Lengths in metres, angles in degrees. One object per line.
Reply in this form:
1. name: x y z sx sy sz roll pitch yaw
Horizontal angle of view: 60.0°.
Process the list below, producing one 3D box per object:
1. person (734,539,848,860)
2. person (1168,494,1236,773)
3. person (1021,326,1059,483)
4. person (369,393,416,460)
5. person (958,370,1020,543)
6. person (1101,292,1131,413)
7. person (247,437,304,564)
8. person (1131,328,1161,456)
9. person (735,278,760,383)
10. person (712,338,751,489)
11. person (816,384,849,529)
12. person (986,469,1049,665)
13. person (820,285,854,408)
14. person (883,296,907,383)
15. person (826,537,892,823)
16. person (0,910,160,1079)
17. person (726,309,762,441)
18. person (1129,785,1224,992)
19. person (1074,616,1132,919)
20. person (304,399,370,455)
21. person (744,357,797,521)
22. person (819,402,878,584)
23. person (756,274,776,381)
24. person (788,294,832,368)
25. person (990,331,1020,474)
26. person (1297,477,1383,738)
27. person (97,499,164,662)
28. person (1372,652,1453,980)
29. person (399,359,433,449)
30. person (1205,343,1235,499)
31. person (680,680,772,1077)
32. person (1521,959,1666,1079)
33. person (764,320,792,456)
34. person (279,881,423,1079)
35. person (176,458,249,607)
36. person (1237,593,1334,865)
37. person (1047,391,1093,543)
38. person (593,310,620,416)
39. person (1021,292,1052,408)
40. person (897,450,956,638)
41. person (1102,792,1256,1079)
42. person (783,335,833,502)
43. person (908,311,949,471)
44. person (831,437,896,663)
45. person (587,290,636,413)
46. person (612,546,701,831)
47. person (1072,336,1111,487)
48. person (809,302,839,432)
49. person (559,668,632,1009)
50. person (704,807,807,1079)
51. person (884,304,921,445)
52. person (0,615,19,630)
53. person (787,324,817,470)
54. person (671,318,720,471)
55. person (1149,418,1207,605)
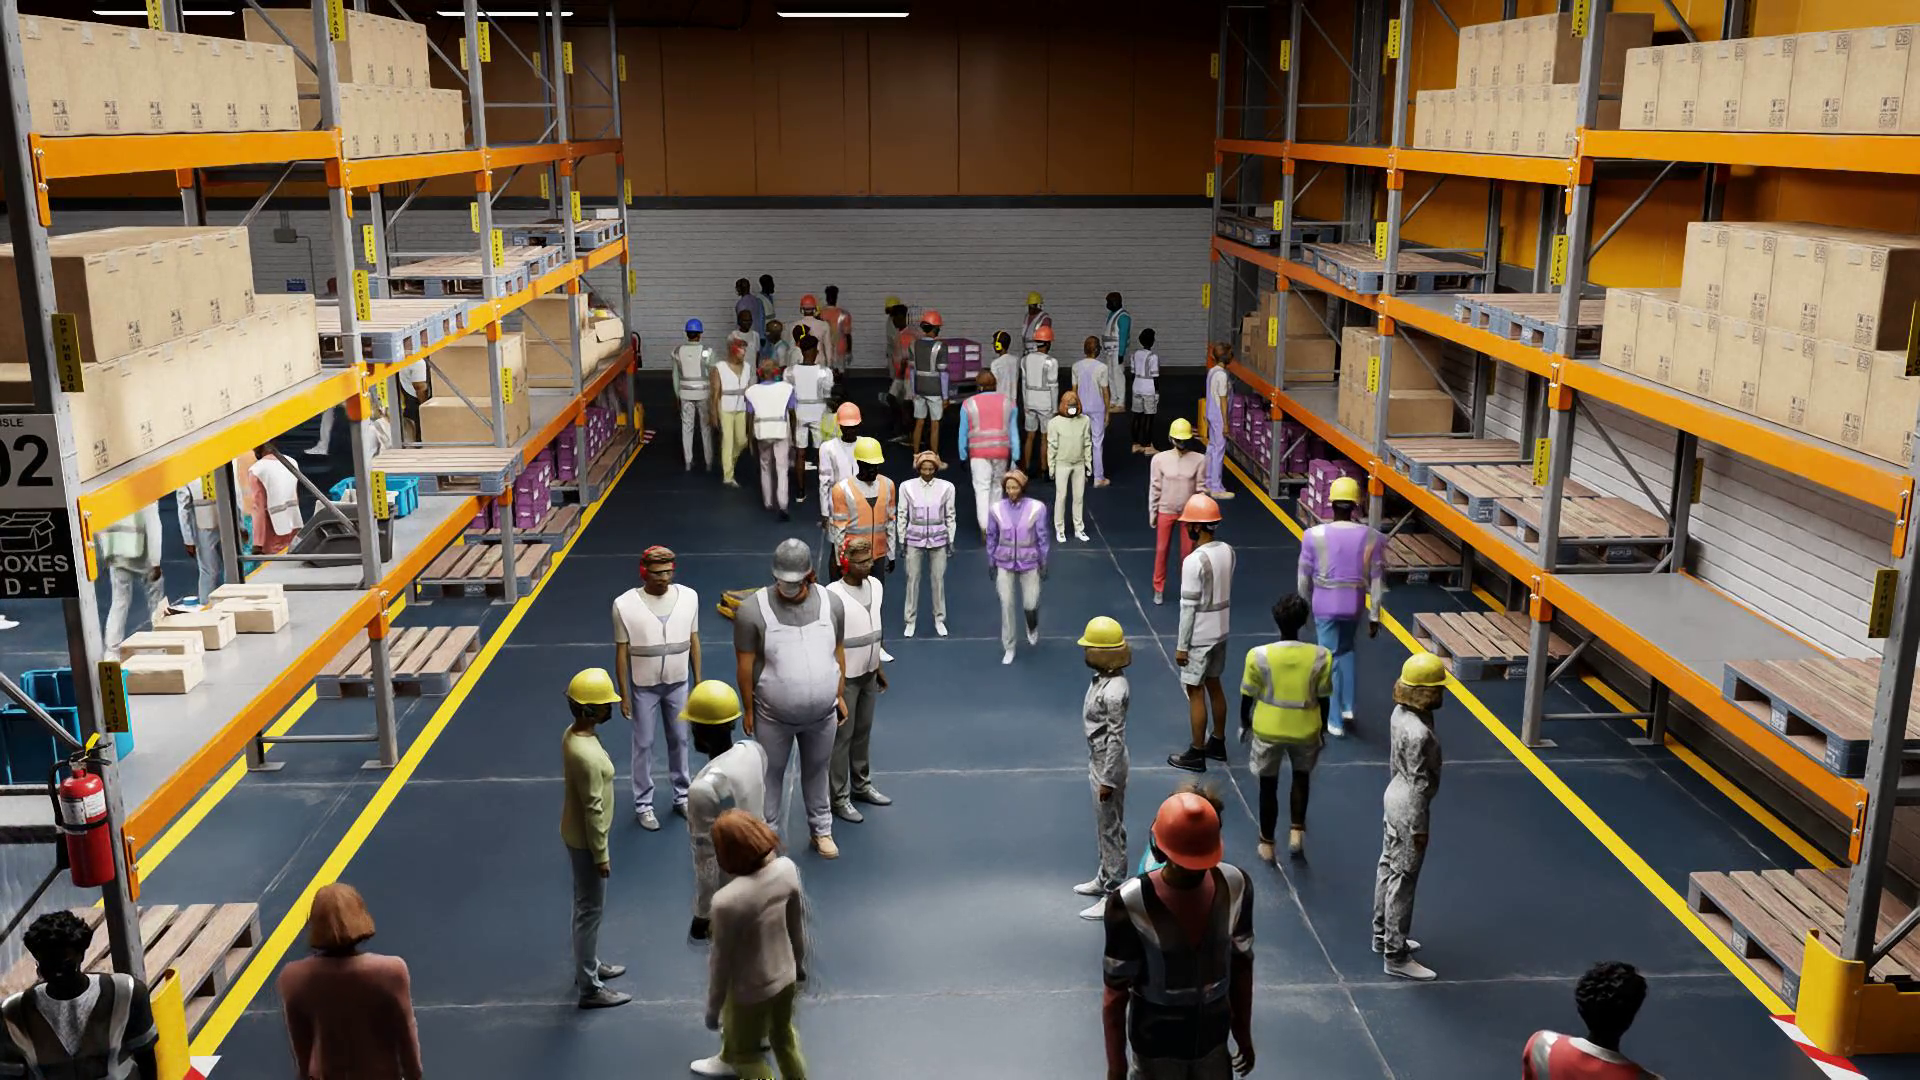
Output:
1. person: -0.972 0.964 9.935 0.687 2.000 0.535 -6 15 -21
2. person: 1.652 0.636 11.453 0.388 1.929 0.546 11 18 38
3. person: 1.005 -1.668 20.495 0.544 1.929 0.388 12 18 38
4. person: -5.570 -0.595 16.477 0.403 1.828 0.597 9 17 30
5. person: 0.319 -0.896 17.740 0.657 1.808 0.876 -3 15 -11
6. person: 2.374 -2.874 25.428 0.429 1.833 0.637 -4 15 -16
7. person: -5.831 -0.063 14.241 0.393 1.908 0.597 3 15 10
8. person: 2.476 -1.966 22.115 0.317 1.700 0.537 -9 17 -32
9. person: -3.396 -3.212 26.553 0.374 1.933 0.625 4 15 17
10. person: -2.798 -1.563 20.314 0.596 1.821 0.603 -14 20 -43
11. person: -1.336 -0.860 17.843 0.325 1.673 0.619 -11 18 -38
12. person: 0.483 0.200 13.756 0.536 1.623 0.451 3 15 10
13. person: -1.933 -2.889 25.244 0.622 1.949 0.432 1 14 6
14. person: -0.954 -2.936 25.876 0.515 1.720 0.526 -11 18 -38
15. person: -0.689 0.871 10.687 0.389 1.846 0.564 9 17 31
16. person: -3.183 2.126 6.059 0.540 1.695 0.317 -7 16 -26
17. person: -2.985 -2.280 23.080 0.504 1.839 0.340 -8 17 -30
18. person: 0.804 1.894 6.743 0.535 1.817 0.761 -1 14 -4
19. person: 0.799 1.267 9.339 0.298 1.742 0.493 0 14 -1
20. person: -8.236 -2.055 22.157 1.018 1.866 0.605 -5 15 -17
21. person: -2.113 -1.130 18.653 0.586 1.806 0.871 -1 14 -4
22. person: -0.995 -0.299 15.098 0.551 1.935 0.375 -4 15 -17
23. person: -3.179 -3.384 27.248 0.391 1.919 0.591 3 15 10
24. person: -2.107 -2.459 23.460 0.612 1.997 0.376 -1 14 -6
25. person: 0.541 -1.649 20.561 0.512 1.860 0.330 -13 19 -42
26. person: 2.740 0.484 12.104 0.584 1.902 0.522 -1 14 -6
27. person: -6.810 0.117 13.611 0.594 1.884 0.892 1 14 3
28. person: 2.376 1.424 8.719 0.297 1.745 0.484 1 14 3
29. person: -6.572 -1.648 20.188 0.536 2.000 0.683 -12 19 -40
30. person: 3.072 -1.408 19.635 0.342 1.846 0.508 -2 14 -9
31. person: -1.096 1.574 7.766 0.383 1.925 0.590 5 15 20
32. person: 2.137 2.229 5.676 0.533 1.690 0.321 14 20 43
33. person: -2.361 -2.020 22.116 0.465 1.817 0.541 -3 15 -11
34. person: -2.309 2.085 6.367 0.500 1.617 0.373 -1 14 -3
35. person: -6.450 -0.091 14.352 0.396 1.908 0.599 8 16 30
36. person: 1.943 1.135 9.966 0.551 1.681 0.391 1 14 4
37. person: 1.162 -0.776 17.600 0.507 1.622 0.298 -6 15 -21
38. person: -5.077 -2.407 23.733 0.336 1.759 0.527 -14 20 -43
39. person: 1.156 -2.906 25.574 0.403 1.824 0.595 -9 17 -32
40. person: -0.291 0.032 14.398 0.510 1.639 0.308 -2 14 -6
41. person: 0.844 1.894 6.315 0.617 2.030 0.409 -5 15 -18
42. person: -1.756 -1.417 19.432 0.612 1.962 0.363 1 14 4
43. person: -0.373 -1.900 21.206 0.603 2.034 0.416 10 18 35
44. person: -0.763 0.101 13.579 0.582 1.919 0.395 -9 17 -32
45. person: -5.219 -2.764 24.568 1.026 2.000 0.724 -9 17 -31
46. person: -1.910 0.917 10.529 0.561 1.838 0.388 -8 17 -30
47. person: 1.597 -1.559 20.229 0.507 1.846 0.346 8 16 29
48. person: -2.064 -2.494 23.872 0.644 1.878 0.714 -9 17 -30
49. person: -1.848 1.496 8.415 0.339 1.761 0.524 -5 15 -19
50. person: -0.814 1.907 7.080 0.418 1.623 0.544 9 17 32
51. person: -0.824 -2.260 22.791 0.648 1.928 0.661 -2 14 -7
52. person: -8.616 -0.156 14.583 0.589 1.914 0.399 14 20 43
53. person: -2.028 -1.816 21.219 0.333 1.860 0.510 -6 15 -22
54. person: -3.346 -1.838 21.127 0.602 1.943 0.393 2 14 9
55. person: 1.992 -0.252 15.272 0.528 1.762 0.347 0 14 -1
